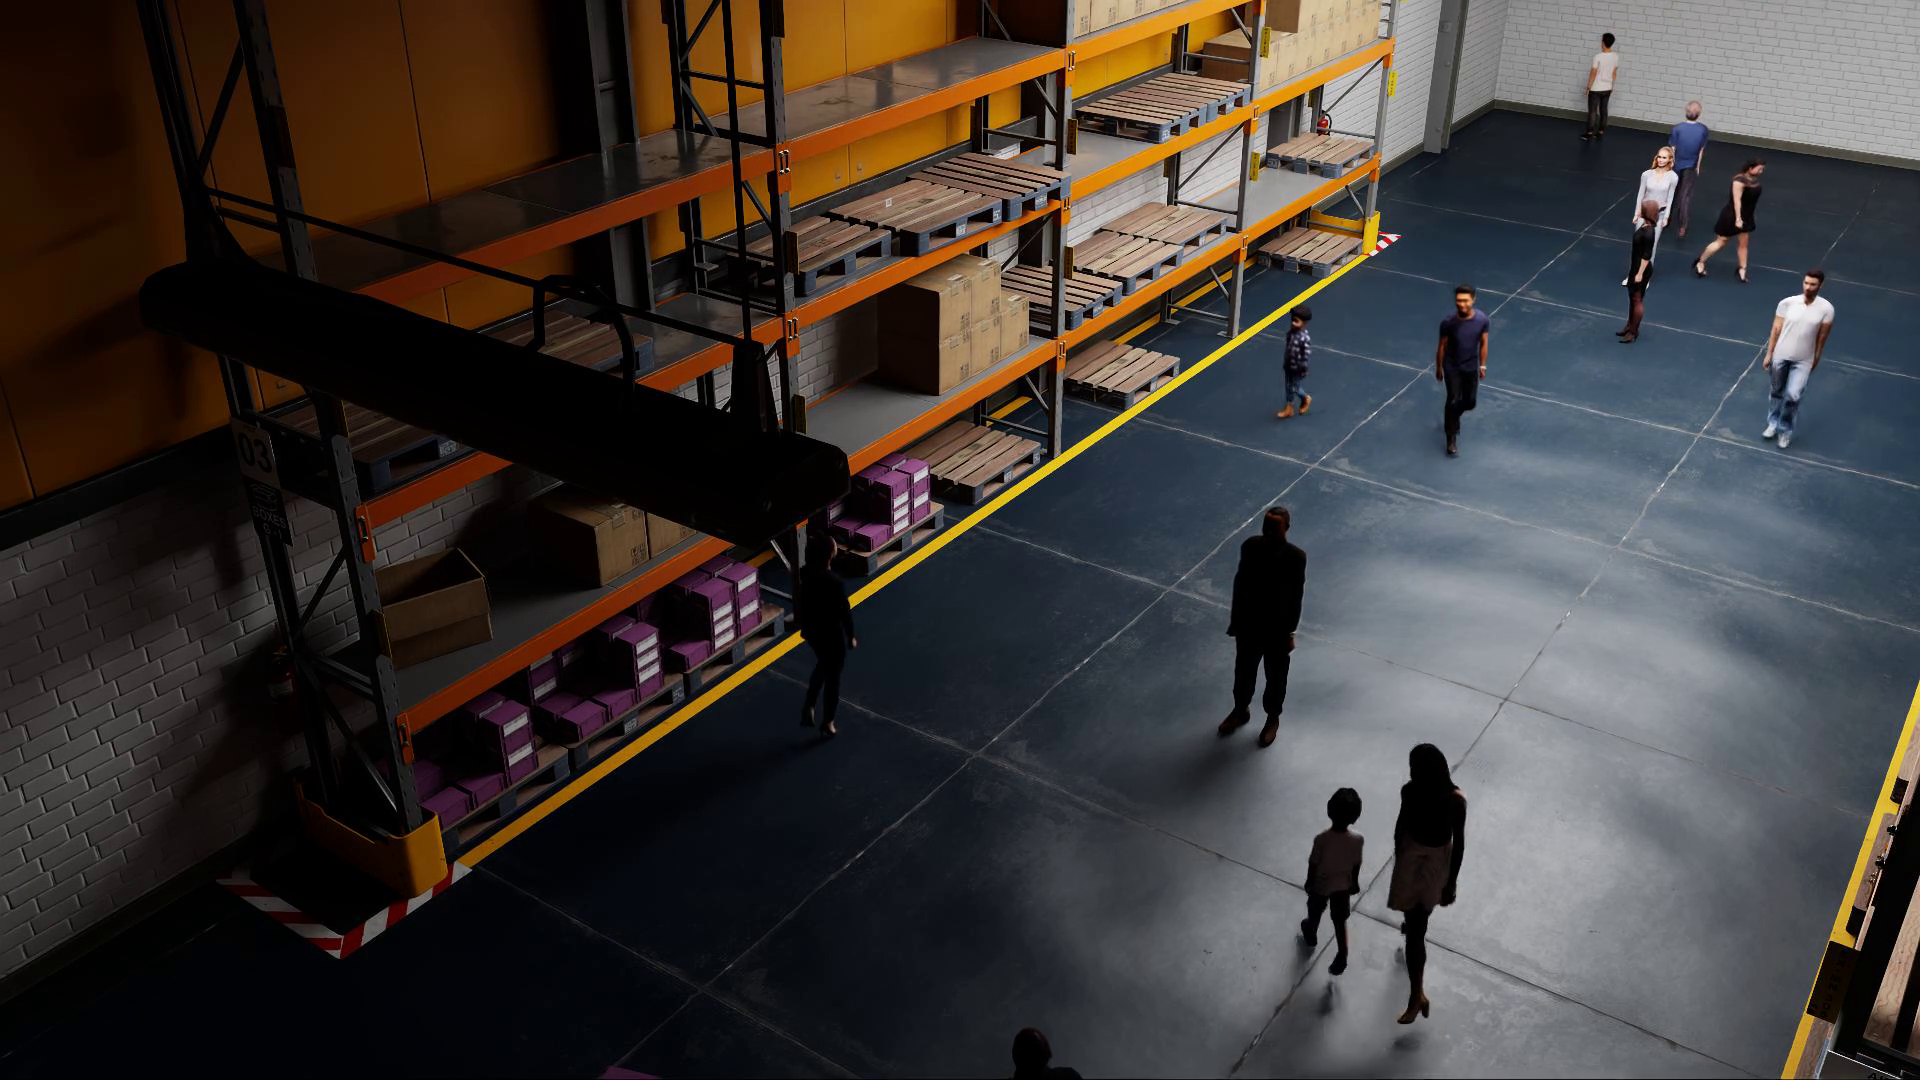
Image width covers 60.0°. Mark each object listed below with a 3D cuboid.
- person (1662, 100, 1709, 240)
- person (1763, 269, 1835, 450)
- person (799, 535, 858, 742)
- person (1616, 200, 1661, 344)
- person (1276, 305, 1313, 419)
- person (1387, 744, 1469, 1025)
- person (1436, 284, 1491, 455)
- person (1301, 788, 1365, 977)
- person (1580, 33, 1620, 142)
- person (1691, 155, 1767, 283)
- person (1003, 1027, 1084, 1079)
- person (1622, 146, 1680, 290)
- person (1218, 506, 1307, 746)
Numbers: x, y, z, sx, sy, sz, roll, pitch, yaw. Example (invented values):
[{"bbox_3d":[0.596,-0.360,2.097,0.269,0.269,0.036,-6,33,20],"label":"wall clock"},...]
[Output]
[{"bbox_3d":[9.870,-5.013,22.663,0.934,1.843,1.210,6,29,11],"label":"person"},{"bbox_3d":[8.518,-1.895,16.945,0.712,1.845,0.765,24,36,36],"label":"person"},{"bbox_3d":[-1.035,0.759,12.226,0.631,1.703,0.669,23,36,36],"label":"person"},{"bbox_3d":[7.924,-3.129,19.354,0.712,1.703,0.562,7,29,12],"label":"person"},{"bbox_3d":[3.581,-1.877,17.539,0.719,1.244,0.630,-16,33,-27],"label":"person"},{"bbox_3d":[2.803,1.965,10.004,0.761,1.714,1.125,8,30,15],"label":"person"},{"bbox_3d":[5.038,-1.764,16.781,0.875,1.771,0.961,1,29,2],"label":"person"},{"bbox_3d":[2.311,2.111,10.230,0.776,1.242,0.882,-3,29,-5],"label":"person"},{"bbox_3d":[10.474,-7.411,27.186,0.683,1.721,0.757,-6,29,-12],"label":"person"},{"bbox_3d":[9.787,-4.088,21.156,0.858,1.663,0.932,25,37,37],"label":"person"},{"bbox_3d":[0.329,3.031,7.942,0.738,1.818,0.849,-11,31,-20],"label":"person"},{"bbox_3d":[8.734,-4.083,21.007,0.598,1.797,0.528,16,32,27],"label":"person"},{"bbox_3d":[2.262,0.603,12.303,0.690,1.905,0.618,16,32,27],"label":"person"}]
